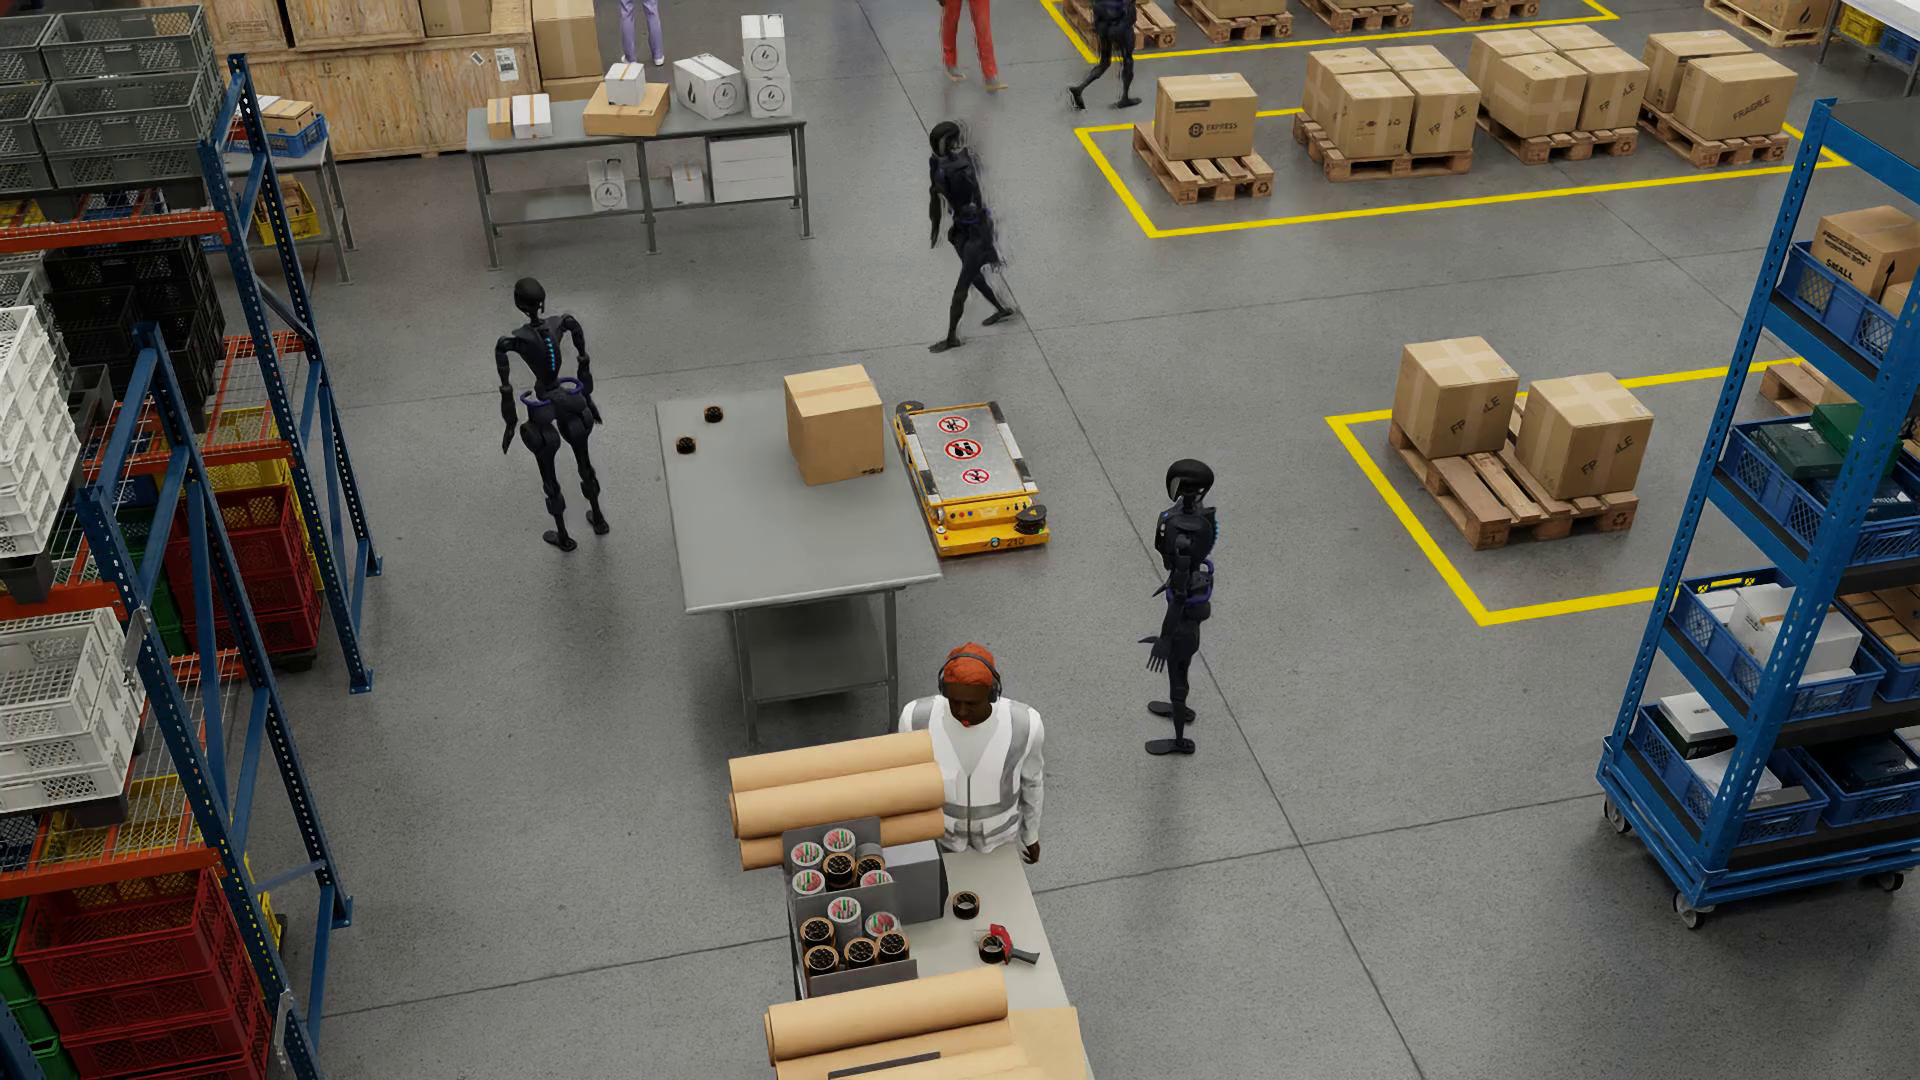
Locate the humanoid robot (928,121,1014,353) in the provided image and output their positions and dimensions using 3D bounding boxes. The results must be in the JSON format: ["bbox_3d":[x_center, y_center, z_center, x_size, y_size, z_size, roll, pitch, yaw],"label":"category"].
[{"bbox_3d":[0.082,-2.101,11.249,0.745,1.611,0.628,-18,40,-23],"label":"humanoid robot"}]

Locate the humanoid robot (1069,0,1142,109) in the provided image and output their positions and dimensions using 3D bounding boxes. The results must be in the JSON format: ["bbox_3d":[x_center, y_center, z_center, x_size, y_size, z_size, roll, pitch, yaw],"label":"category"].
[{"bbox_3d":[1.305,-4.580,14.535,0.608,1.627,0.621,-19,41,-24],"label":"humanoid robot"}]

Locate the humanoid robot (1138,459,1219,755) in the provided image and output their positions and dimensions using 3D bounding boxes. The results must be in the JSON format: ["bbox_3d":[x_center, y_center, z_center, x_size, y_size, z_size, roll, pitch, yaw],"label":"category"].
[{"bbox_3d":[1.035,0.317,7.935,0.324,1.658,0.602,6,37,8],"label":"humanoid robot"}]

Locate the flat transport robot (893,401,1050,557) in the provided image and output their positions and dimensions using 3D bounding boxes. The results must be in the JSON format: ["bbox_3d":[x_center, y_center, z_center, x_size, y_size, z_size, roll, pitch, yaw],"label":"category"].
[{"bbox_3d":[0.046,-0.430,10.108,0.652,0.197,1.431,-8,37,-10],"label":"flat transport robot"}]

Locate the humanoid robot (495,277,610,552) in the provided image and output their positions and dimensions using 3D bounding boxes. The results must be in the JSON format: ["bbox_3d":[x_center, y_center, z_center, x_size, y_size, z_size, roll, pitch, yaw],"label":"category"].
[{"bbox_3d":[-2.285,-0.702,9.308,0.609,1.655,0.326,-27,44,-31],"label":"humanoid robot"}]

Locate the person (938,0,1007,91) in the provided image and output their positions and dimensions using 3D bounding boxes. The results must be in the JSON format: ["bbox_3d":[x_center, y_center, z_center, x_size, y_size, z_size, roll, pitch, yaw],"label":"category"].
[{"bbox_3d":[0.086,-4.966,14.811,0.660,1.950,0.959,-17,40,-22],"label":"person"}]

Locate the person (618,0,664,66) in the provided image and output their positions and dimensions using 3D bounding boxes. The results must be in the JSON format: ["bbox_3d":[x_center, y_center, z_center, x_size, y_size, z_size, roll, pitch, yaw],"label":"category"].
[{"bbox_3d":[-3.029,-5.334,15.347,0.588,1.919,0.401,-9,38,-12],"label":"person"}]

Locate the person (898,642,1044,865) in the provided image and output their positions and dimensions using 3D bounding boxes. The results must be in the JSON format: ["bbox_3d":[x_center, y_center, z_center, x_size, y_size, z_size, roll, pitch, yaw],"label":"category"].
[{"bbox_3d":[0.037,1.152,6.653,0.582,1.882,0.337,2,37,2],"label":"person"}]
